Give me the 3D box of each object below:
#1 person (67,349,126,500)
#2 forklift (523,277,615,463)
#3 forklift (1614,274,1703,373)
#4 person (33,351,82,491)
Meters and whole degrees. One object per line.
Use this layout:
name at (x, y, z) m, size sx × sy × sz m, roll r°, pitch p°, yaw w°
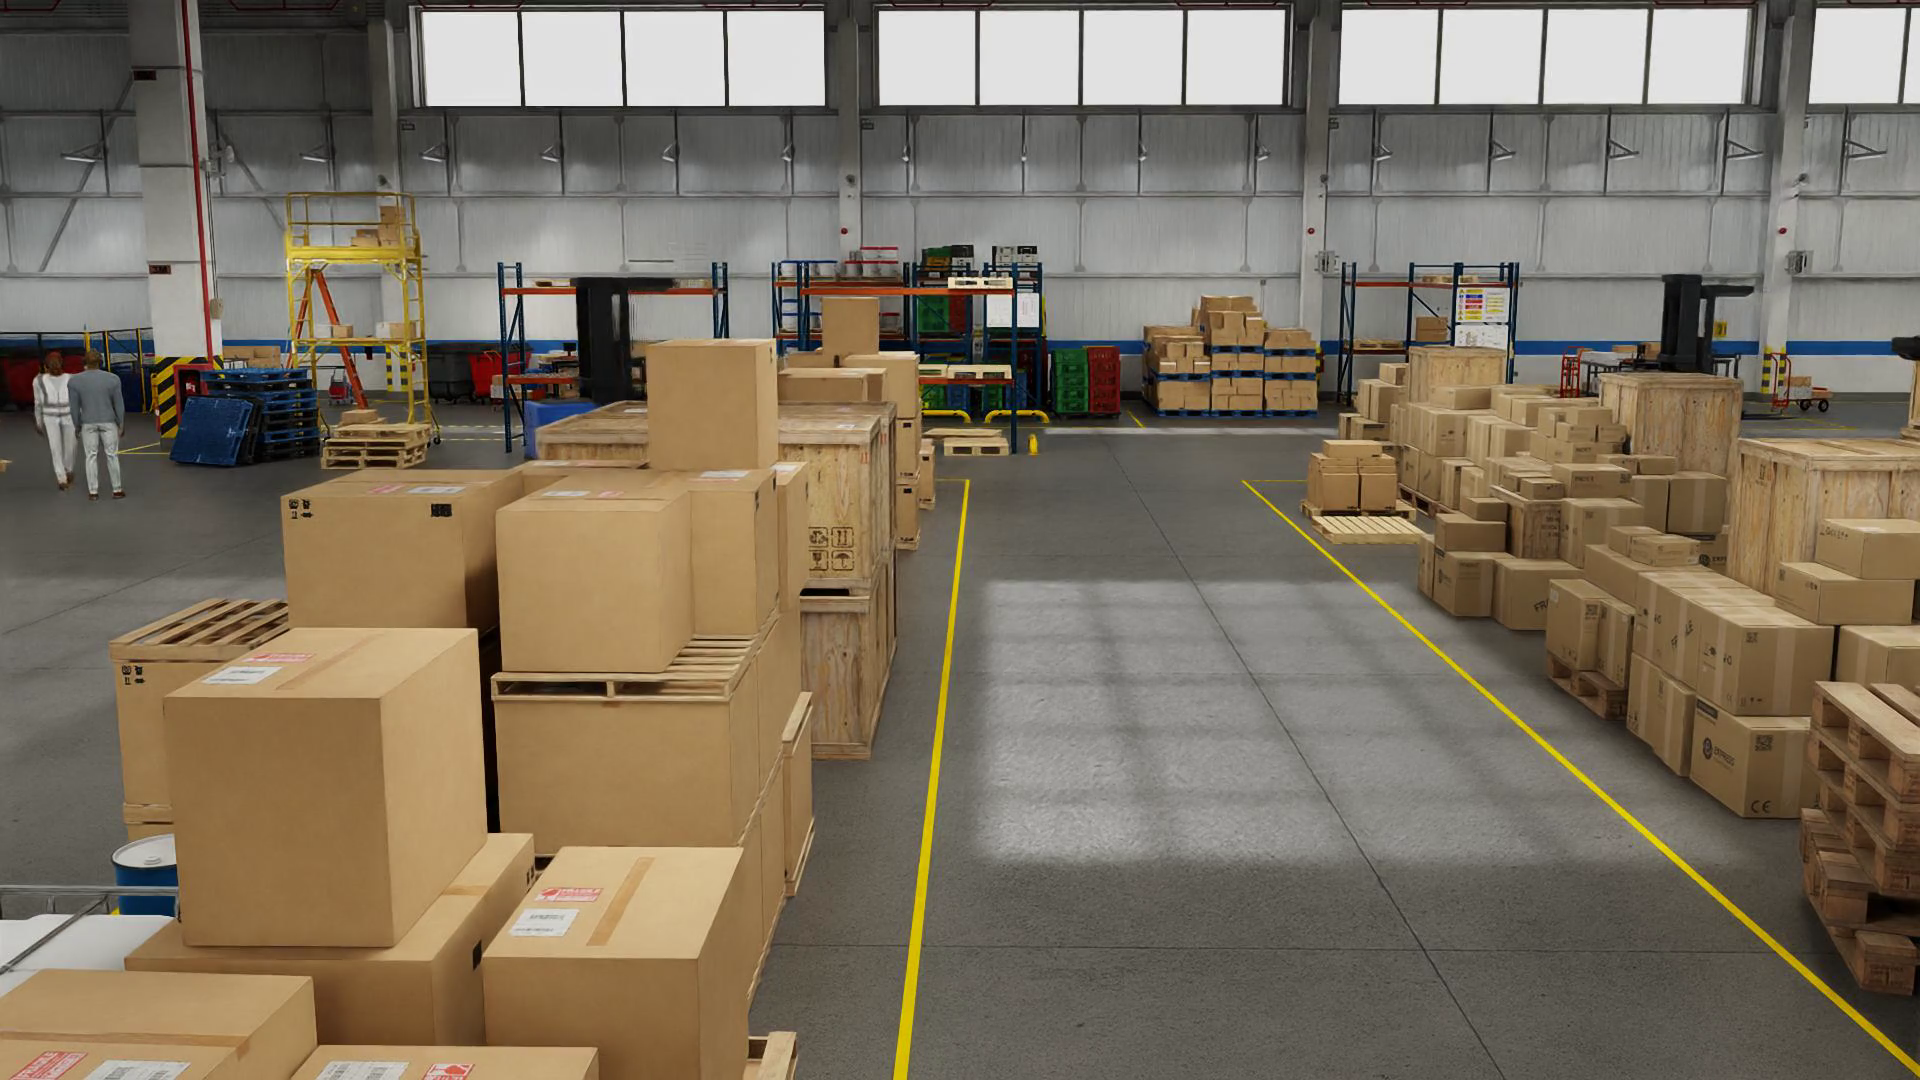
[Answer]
person at (-11.012, -1.471, 21.261) m, size 0.632 × 1.940 × 0.372 m, roll -4°, pitch 10°, yaw -22°
forklift at (-5.174, -2.320, 23.532) m, size 1.873 × 2.768 × 1.129 m, roll -5°, pitch 11°, yaw -26°
forklift at (12.603, -3.276, 29.257) m, size 1.873 × 2.768 × 1.129 m, roll 0°, pitch 9°, yaw 1°
person at (-12.061, -1.603, 22.278) m, size 0.585 × 1.869 × 0.654 m, roll -6°, pitch 11°, yaw -32°
